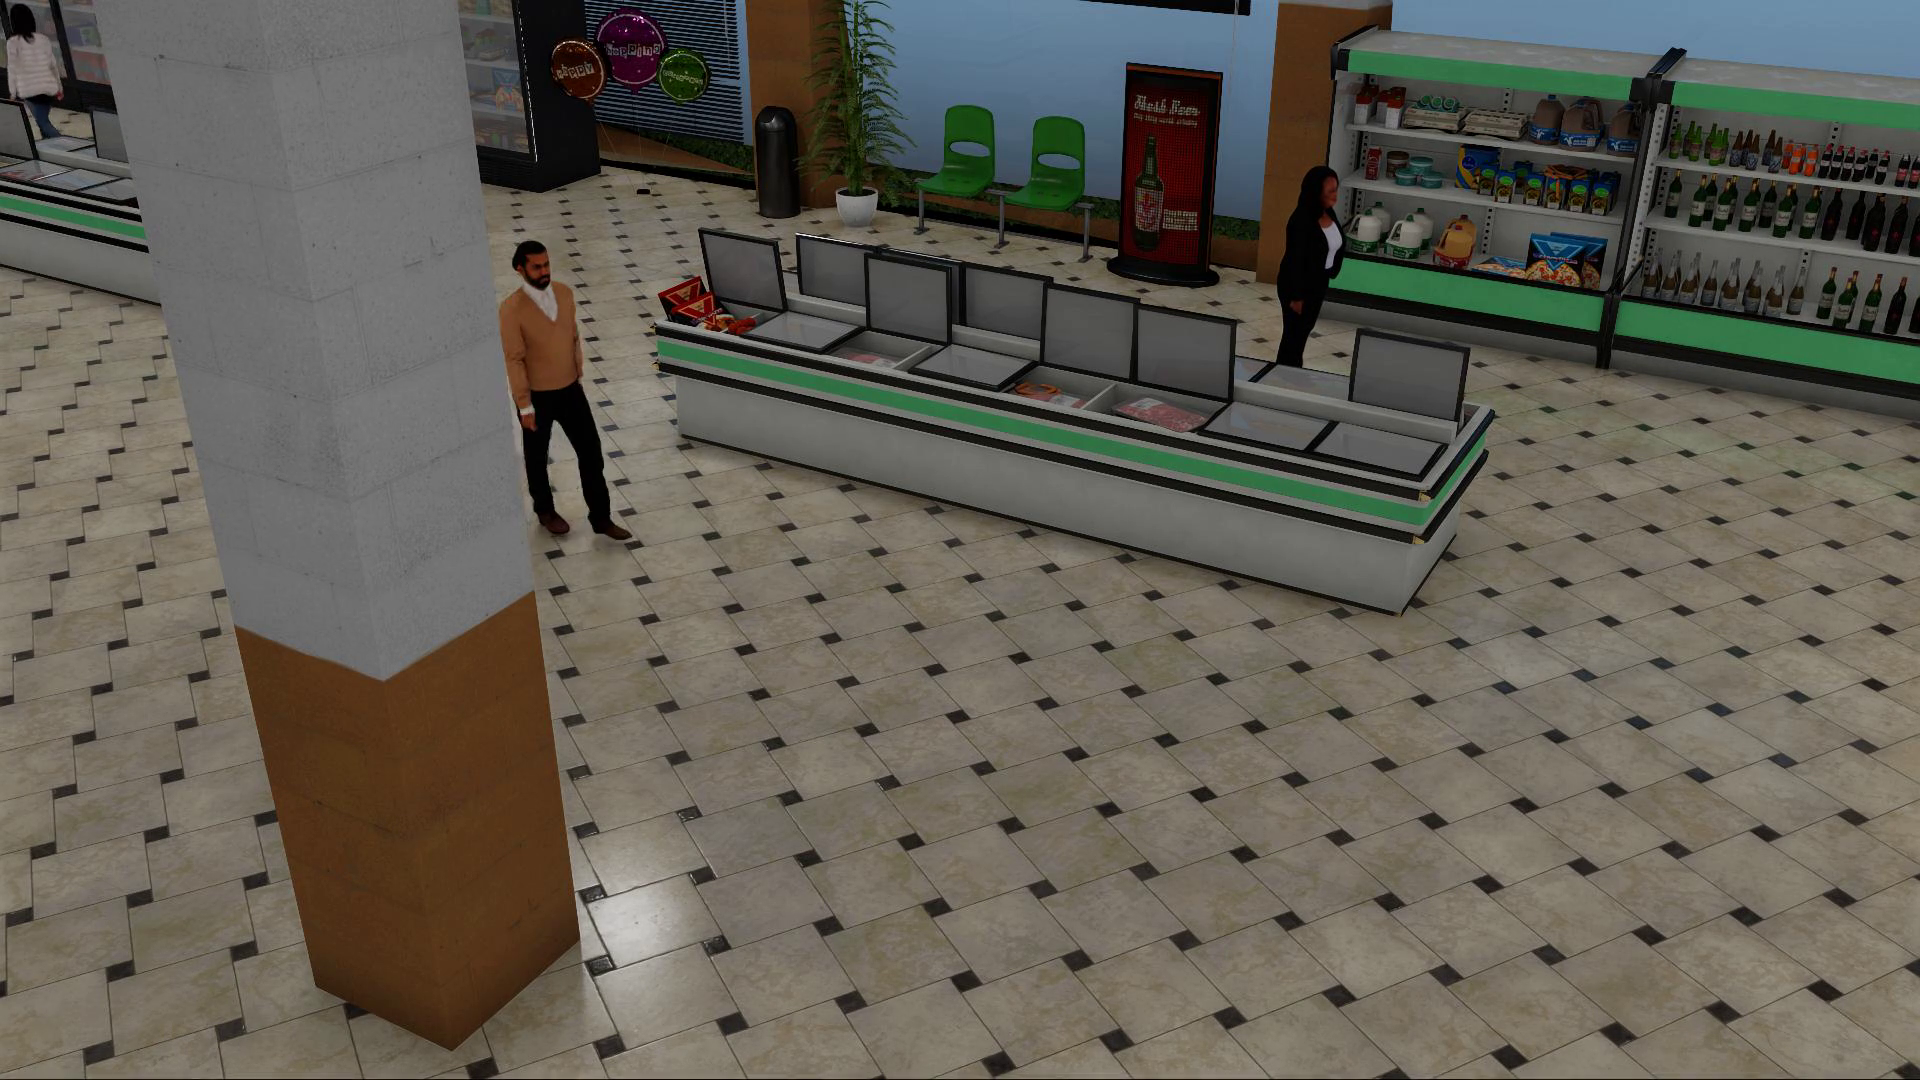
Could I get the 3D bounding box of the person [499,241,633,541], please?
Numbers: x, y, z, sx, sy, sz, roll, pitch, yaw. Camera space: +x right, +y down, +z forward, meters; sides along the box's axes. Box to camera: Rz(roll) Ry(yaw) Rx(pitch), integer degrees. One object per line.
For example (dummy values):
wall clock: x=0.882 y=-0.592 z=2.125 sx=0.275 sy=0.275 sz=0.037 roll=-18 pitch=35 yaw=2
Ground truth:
person: x=-2.344 y=-0.833 z=9.290 sx=0.992 sy=1.731 sz=0.797 roll=23 pitch=35 yaw=37

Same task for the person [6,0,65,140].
person: x=-9.187 y=-4.492 z=16.640 sx=1.048 sy=1.609 sz=0.643 roll=13 pitch=30 yaw=24

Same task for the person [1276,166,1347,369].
person: x=2.301 y=-1.709 z=11.148 sx=0.601 sy=1.613 sz=0.620 roll=15 pitch=30 yaw=27
